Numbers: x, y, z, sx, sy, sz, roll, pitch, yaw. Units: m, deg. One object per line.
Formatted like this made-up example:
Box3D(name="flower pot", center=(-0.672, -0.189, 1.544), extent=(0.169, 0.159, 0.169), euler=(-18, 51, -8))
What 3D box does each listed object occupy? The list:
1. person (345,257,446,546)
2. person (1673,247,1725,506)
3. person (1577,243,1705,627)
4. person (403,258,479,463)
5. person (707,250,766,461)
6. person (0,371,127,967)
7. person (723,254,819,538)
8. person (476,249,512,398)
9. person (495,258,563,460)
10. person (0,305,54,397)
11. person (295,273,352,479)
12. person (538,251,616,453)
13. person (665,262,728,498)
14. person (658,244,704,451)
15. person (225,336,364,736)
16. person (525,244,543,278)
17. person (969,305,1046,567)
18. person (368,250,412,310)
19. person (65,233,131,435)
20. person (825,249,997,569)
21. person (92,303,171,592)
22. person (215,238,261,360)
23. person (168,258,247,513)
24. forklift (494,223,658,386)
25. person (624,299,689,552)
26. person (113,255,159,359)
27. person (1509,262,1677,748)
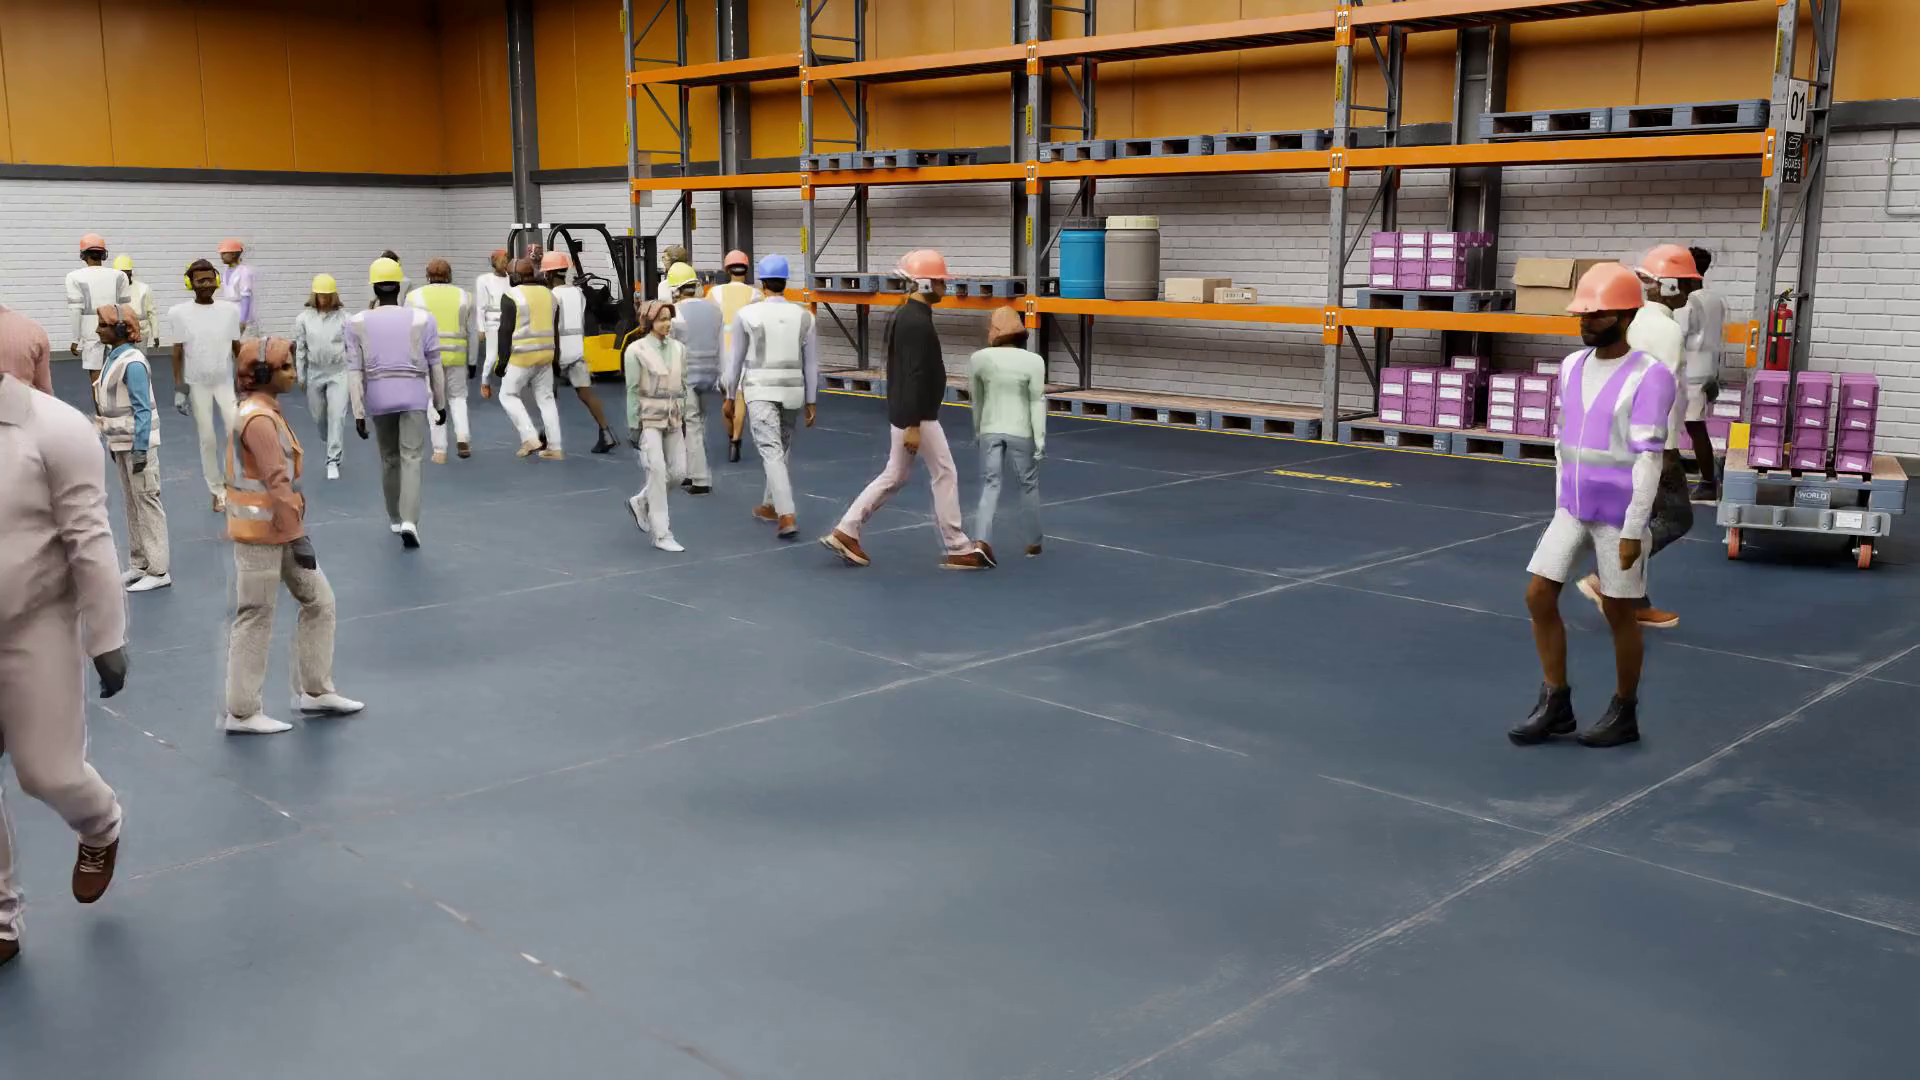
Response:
Box3D(name="person", center=(-3.721, -0.916, 10.978), extent=(0.588, 1.886, 0.971), euler=(-2, 11, -10))
Box3D(name="person", center=(5.422, -1.251, 12.667), extent=(0.631, 1.923, 0.941), euler=(-10, 14, -43))
Box3D(name="person", center=(3.496, -0.507, 8.471), extent=(0.467, 1.980, 0.641), euler=(1, 10, 3))
Box3D(name="person", center=(-4.619, -1.589, 14.804), extent=(0.630, 1.824, 0.436), euler=(-6, 12, -28))
Box3D(name="person", center=(-2.034, -1.683, 15.158), extent=(0.573, 1.879, 0.975), euler=(0, 10, -2))
Box3D(name="person", center=(-2.637, 0.248, 4.632), extent=(0.671, 1.881, 0.632), euler=(-1, 10, -4))
Box3D(name="person", center=(-1.265, -0.989, 11.324), extent=(0.600, 1.906, 0.993), euler=(-6, 12, -31))
Box3D(name="person", center=(-5.519, -2.545, 19.912), extent=(0.585, 1.864, 0.758), euler=(-7, 12, -33))
Box3D(name="person", center=(-3.858, -1.605, 14.902), extent=(0.463, 1.820, 0.643), euler=(7, 12, 32))
Box3D(name="person", center=(-5.019, -0.491, 8.594), extent=(0.401, 1.904, 0.646), euler=(8, 13, 37))
Box3D(name="person", center=(-5.355, -1.407, 14.116), extent=(0.489, 1.714, 0.766), euler=(-2, 11, -12))
Box3D(name="person", center=(-3.637, -1.737, 15.457), extent=(1.012, 1.896, 0.567), euler=(6, 12, 30))
Box3D(name="person", center=(-2.159, -1.240, 12.930), extent=(0.712, 1.804, 0.626), euler=(10, 14, 44))
Box3D(name="person", center=(-2.623, -1.781, 15.536), extent=(0.369, 1.940, 0.631), euler=(4, 11, 20))
Box3D(name="person", center=(-2.728, -0.010, 6.767), extent=(0.655, 1.618, 0.528), euler=(-3, 11, -15))
Box3D(name="person", center=(-6.100, -3.287, 23.862), extent=(0.403, 1.900, 0.647), euler=(-5, 11, -25))
Box3D(name="person", center=(0.283, -0.643, 10.261), extent=(0.502, 1.600, 0.772), euler=(2, 11, 12))
Box3D(name="person", center=(-6.745, -2.481, 19.651), extent=(0.514, 1.839, 0.789), euler=(-7, 13, -34))
Box3D(name="person", center=(-8.740, -2.086, 16.913), extent=(0.391, 2.041, 0.615), euler=(9, 14, 41))
Box3D(name="person", center=(-0.316, -0.775, 10.052), extent=(1.012, 1.959, 0.632), euler=(-2, 11, -10))
Box3D(name="person", center=(-4.735, -0.527, 9.505), extent=(0.313, 1.642, 0.513), euler=(-9, 13, -39))
Box3D(name="person", center=(-9.248, -2.874, 21.367), extent=(0.647, 1.993, 1.055), euler=(8, 13, 37))
Box3D(name="person", center=(-5.459, -1.114, 12.124), extent=(0.530, 1.853, 0.386), euler=(-7, 12, -32))
Box3D(name="forklift", center=(-5.316, -3.263, 22.920), extent=(2.313, 2.155, 1.214), euler=(-10, 14, -44))
Box3D(name="person", center=(-1.995, -0.744, 10.753), extent=(0.560, 1.625, 0.523), euler=(8, 13, 37))
Box3D(name="person", center=(-9.809, -2.462, 19.660), extent=(0.603, 1.792, 0.909), euler=(-7, 12, -32))
Box3D(name="person", center=(2.445, -0.111, 6.492), extent=(0.678, 1.912, 0.591), euler=(-5, 11, -25))
